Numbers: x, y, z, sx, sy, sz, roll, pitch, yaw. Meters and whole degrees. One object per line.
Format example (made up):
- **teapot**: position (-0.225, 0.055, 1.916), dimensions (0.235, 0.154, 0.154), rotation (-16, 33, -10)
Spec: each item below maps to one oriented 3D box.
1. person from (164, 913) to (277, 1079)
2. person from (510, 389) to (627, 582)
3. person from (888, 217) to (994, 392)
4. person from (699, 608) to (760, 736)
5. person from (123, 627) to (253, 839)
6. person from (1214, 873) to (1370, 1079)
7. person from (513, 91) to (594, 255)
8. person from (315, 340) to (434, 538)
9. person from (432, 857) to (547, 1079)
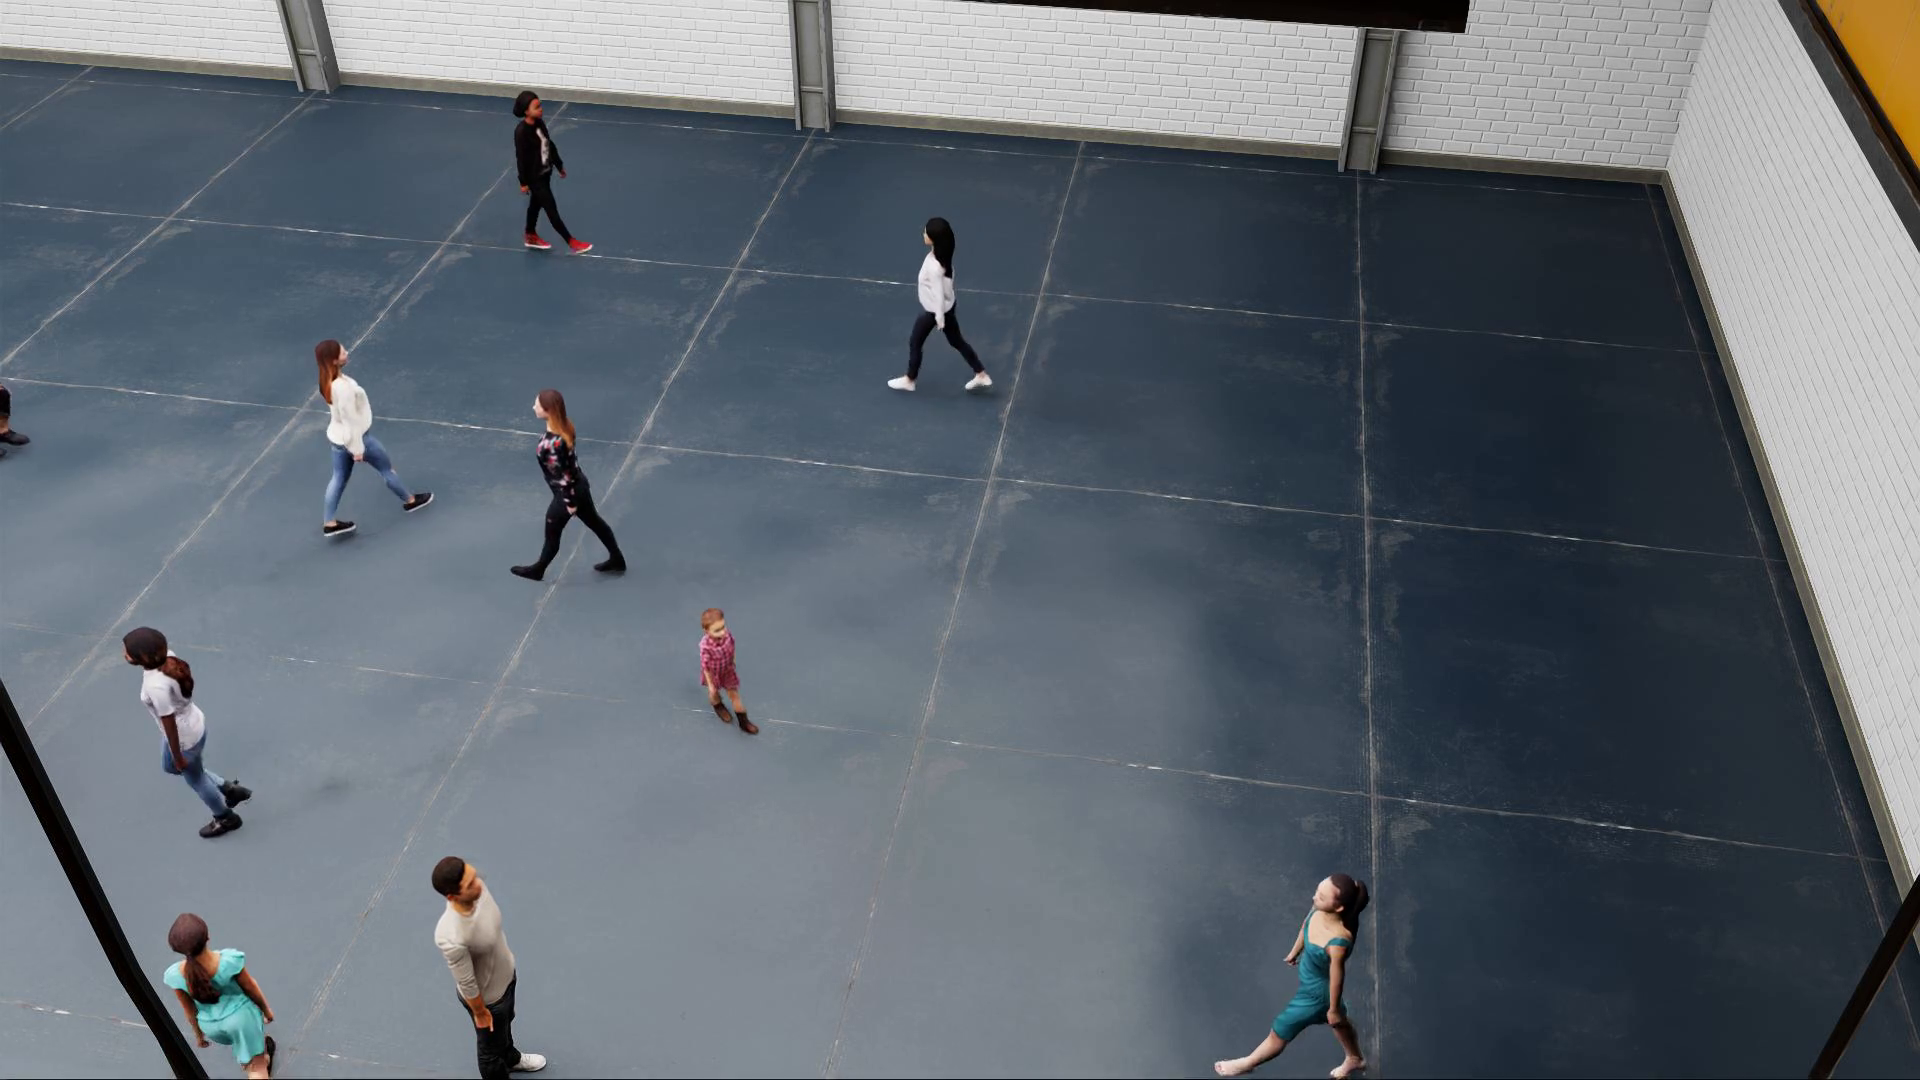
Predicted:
- **person**: position (-3.743, 2.507, 8.530), dimensions (1.054, 1.530, 0.878), rotation (-7, 39, -9)
- **person**: position (-2.747, -0.366, 12.041), dimensions (1.103, 1.638, 0.752), rotation (-2, 39, -2)
- **person**: position (-0.090, -1.933, 13.986), dimensions (1.135, 1.661, 0.669), rotation (9, 39, 11)
- **person**: position (-1.629, 0.822, 11.060), dimensions (0.651, 1.006, 0.730), rotation (-28, 47, -31)
- **person**: position (-4.623, 1.152, 10.079), dimensions (0.814, 1.714, 0.759), rotation (-14, 41, -17)
- **person**: position (1.944, 2.332, 8.667), dimensions (1.095, 1.633, 0.703), rotation (0, 39, 0)
- **person**: position (-4.128, -3.507, 15.973), dimensions (1.042, 1.641, 0.701), rotation (11, 40, 13)
- **person**: position (-4.642, -0.726, 12.484), dimensions (1.122, 1.648, 1.112), rotation (-27, 46, -29)
- **person**: position (-2.464, 2.276, 8.593), dimensions (0.612, 1.812, 0.687), rotation (-1, 39, -1)
